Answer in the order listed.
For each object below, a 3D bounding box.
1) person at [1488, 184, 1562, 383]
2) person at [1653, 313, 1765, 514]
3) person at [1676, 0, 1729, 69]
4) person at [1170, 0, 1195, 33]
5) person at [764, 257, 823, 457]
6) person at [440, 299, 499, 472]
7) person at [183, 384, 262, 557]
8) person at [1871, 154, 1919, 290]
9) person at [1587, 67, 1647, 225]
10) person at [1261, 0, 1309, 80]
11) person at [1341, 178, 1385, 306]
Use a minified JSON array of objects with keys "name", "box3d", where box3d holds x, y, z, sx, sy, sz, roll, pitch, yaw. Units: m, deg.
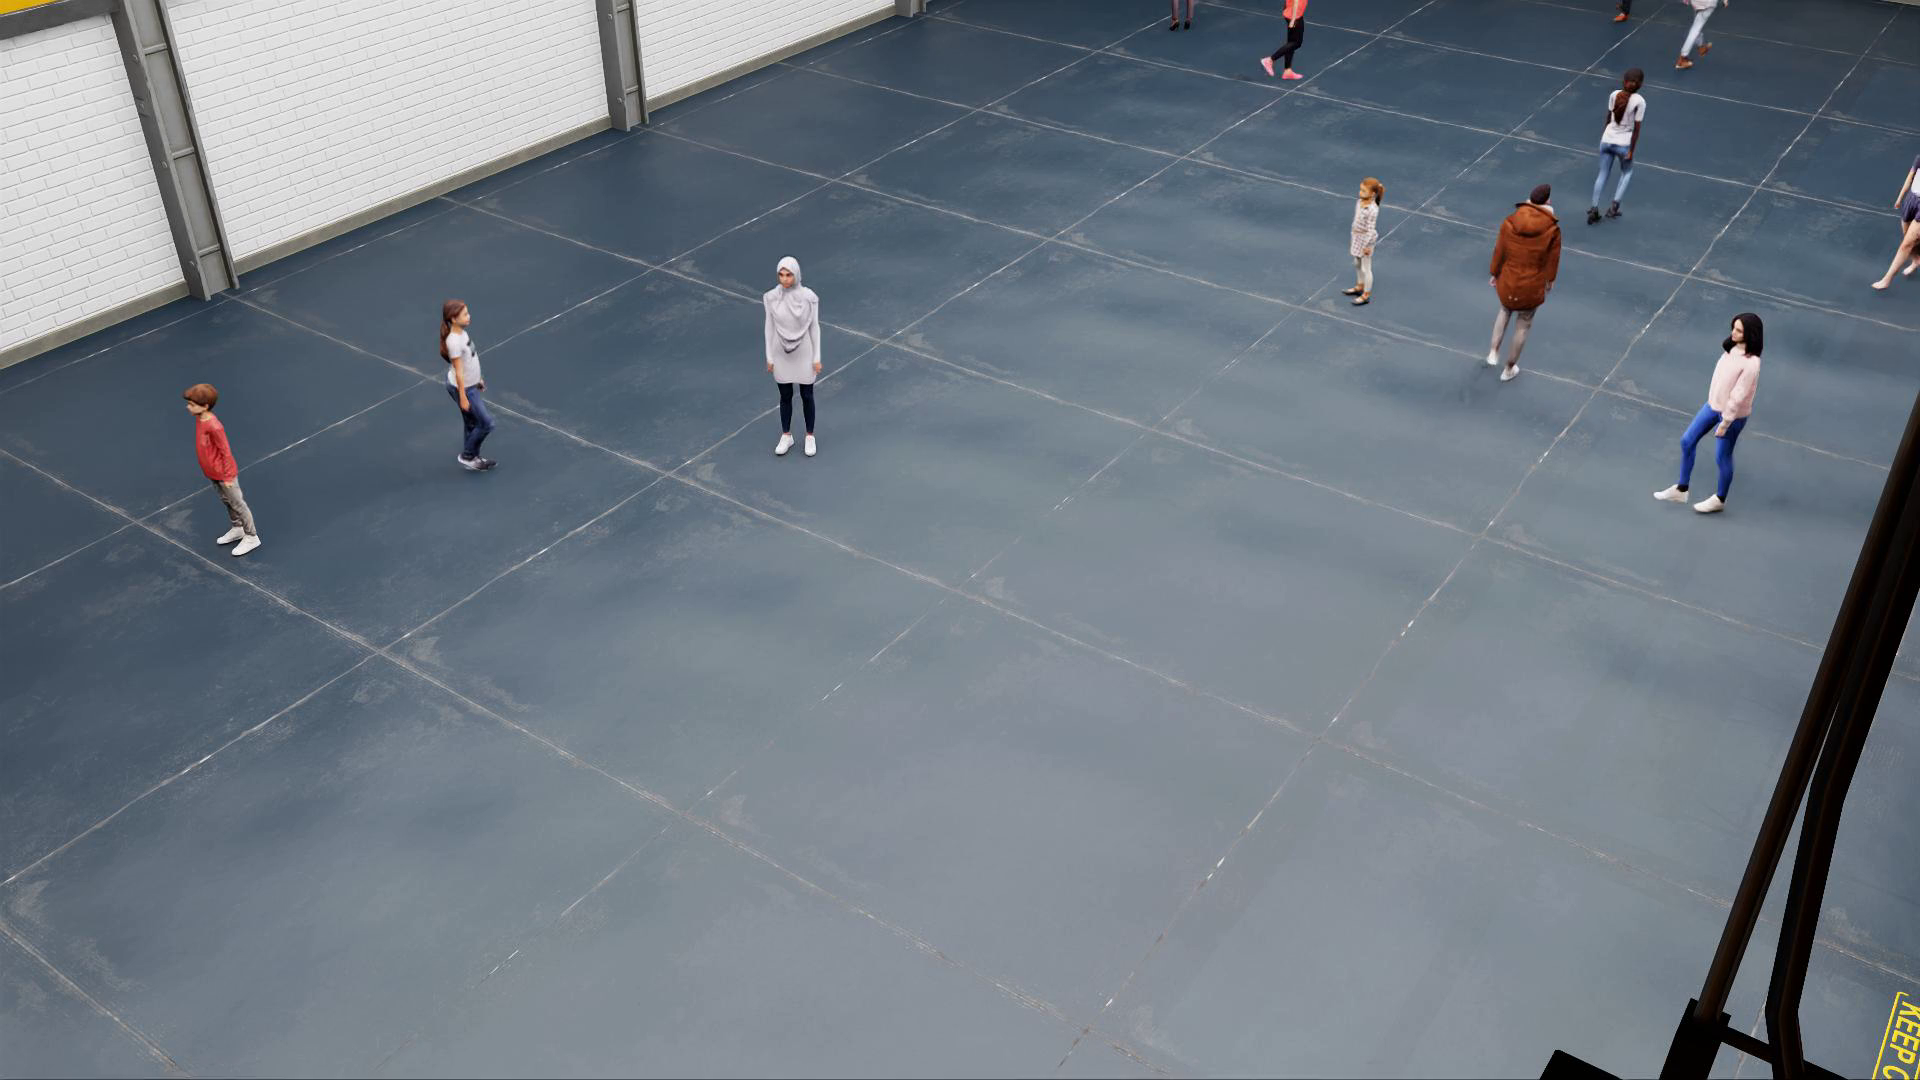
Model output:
[{"name":"person","box3d":[5.025,-2.283,14.964,0.709,1.822,0.663,23,40,31]},{"name":"person","box3d":[6.104,-0.980,13.070,0.906,1.750,0.861,-1,34,-2]},{"name":"person","box3d":[10.039,-7.292,22.522,1.212,1.798,0.953,-20,39,-28]},{"name":"person","box3d":[3.234,-8.212,24.022,0.662,1.671,0.743,-9,35,-13]},{"name":"person","box3d":[-1.381,-1.532,13.878,0.702,1.775,0.709,3,34,4]},{"name":"person","box3d":[-4.131,-1.248,13.650,0.741,1.554,0.680,-5,34,-7]},{"name":"person","box3d":[-5.651,-0.558,12.737,0.528,1.416,0.549,-29,43,-36]},{"name":"person","box3d":[9.712,-3.331,16.740,1.166,1.602,0.930,-17,37,-23]},{"name":"person","box3d":[7.080,-4.247,18.023,0.650,1.707,0.733,27,42,34]},{"name":"person","box3d":[4.349,-6.957,22.120,0.864,1.686,0.860,3,34,5]},{"name":"person","box3d":[4.015,-2.978,16.477,0.654,1.305,0.594,-6,34,-9]}]
